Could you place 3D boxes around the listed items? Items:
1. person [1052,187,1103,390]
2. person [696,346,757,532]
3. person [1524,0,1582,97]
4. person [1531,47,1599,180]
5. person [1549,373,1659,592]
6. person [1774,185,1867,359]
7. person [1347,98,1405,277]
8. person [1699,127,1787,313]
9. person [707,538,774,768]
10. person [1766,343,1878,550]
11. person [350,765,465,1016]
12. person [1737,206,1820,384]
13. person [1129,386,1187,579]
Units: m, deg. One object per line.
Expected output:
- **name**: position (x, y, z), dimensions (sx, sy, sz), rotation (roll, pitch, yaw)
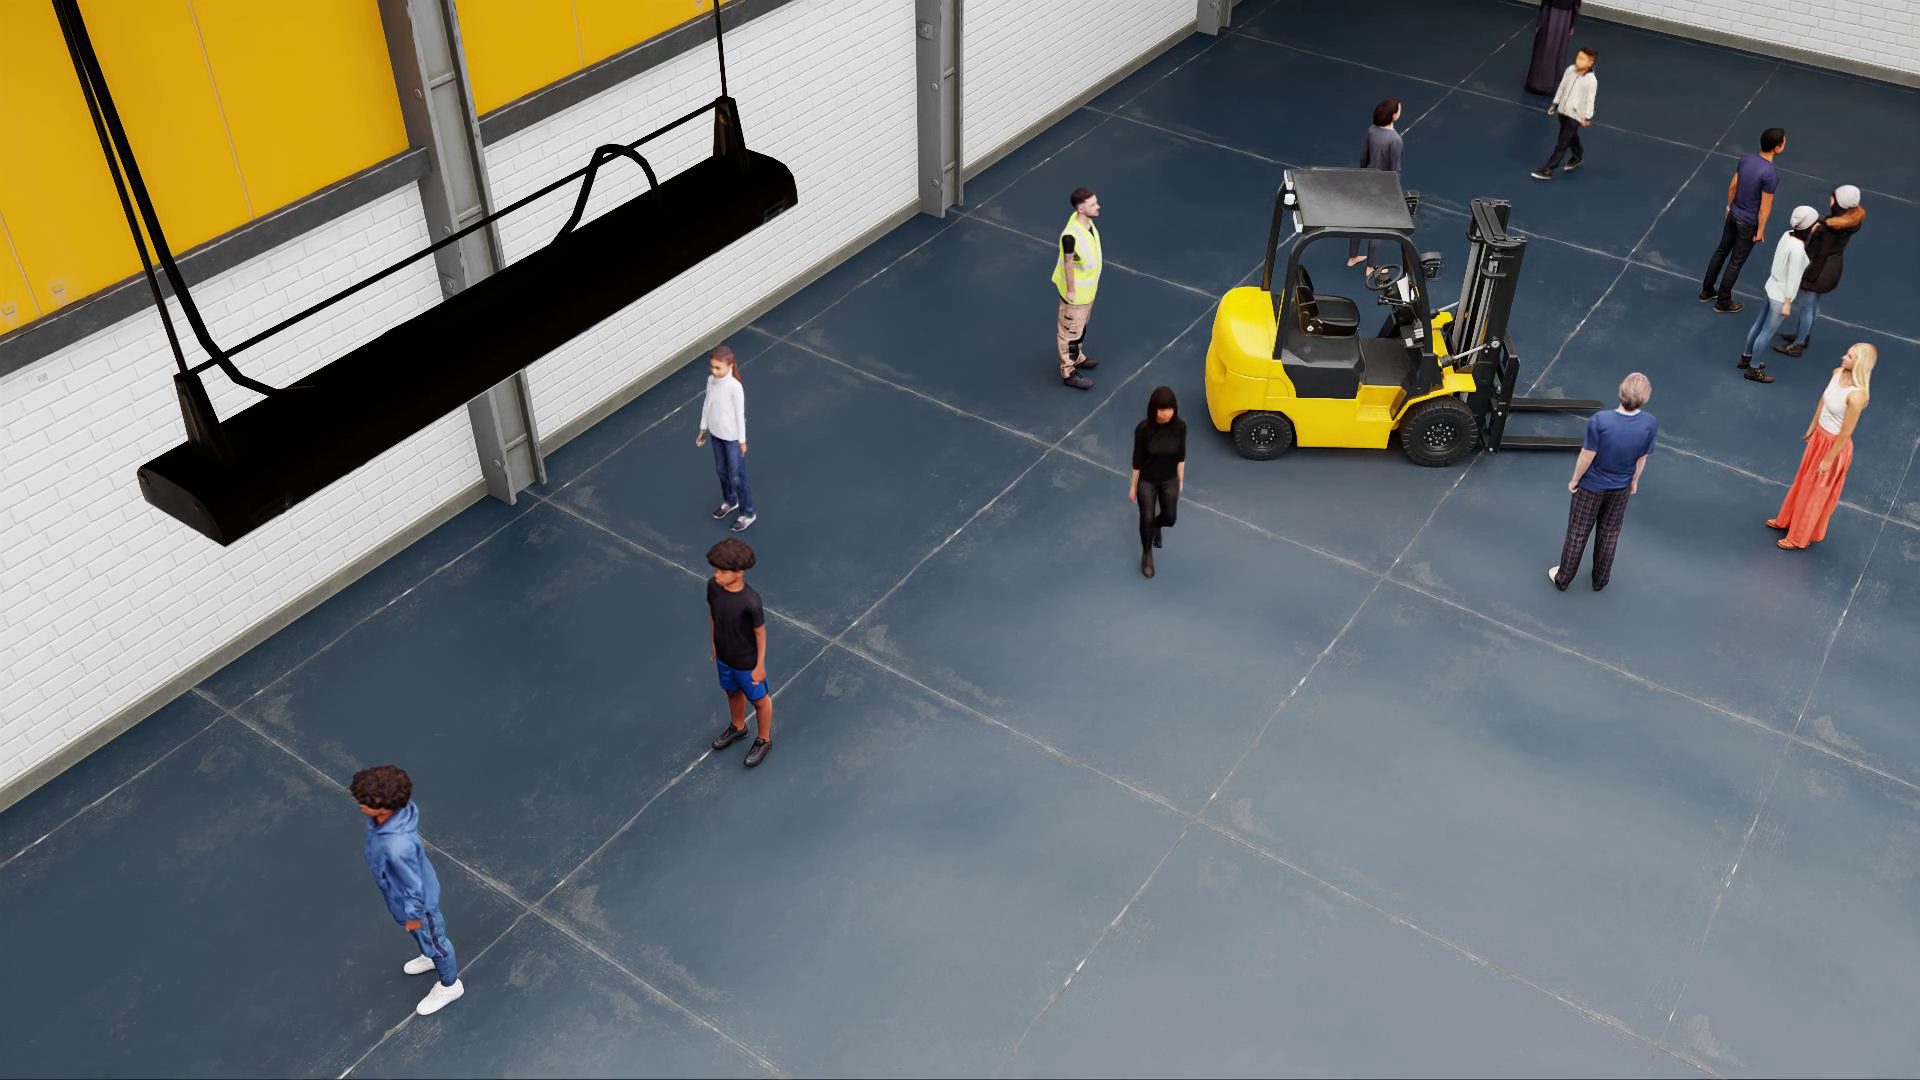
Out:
- **person**: position (1.031, -2.214, 14.404), dimensions (0.861, 1.846, 0.771), rotation (10, 40, 12)
- **person**: position (-1.783, -0.852, 12.936), dimensions (0.580, 1.550, 0.607), rotation (26, 46, 29)
- **person**: position (6.916, -5.992, 19.321), dimensions (0.693, 1.614, 0.710), rotation (7, 39, 9)
- **person**: position (6.566, -4.555, 17.670), dimensions (1.055, 1.427, 0.893), rotation (-16, 41, -19)
- **person**: position (4.707, -0.412, 12.128), dimensions (0.736, 1.871, 0.725), rotation (2, 39, 3)
- **person**: position (7.674, -2.392, 14.800), dimensions (0.705, 1.631, 0.554), rotation (29, 47, 31)
- **person**: position (4.007, -3.396, 15.947), dimensions (0.638, 1.768, 0.680), rotation (-24, 44, -27)
- **person**: position (7.258, -2.980, 15.408), dimensions (0.738, 1.790, 0.719), rotation (-12, 40, -14)
- **person**: position (-1.419, 0.709, 10.782), dimensions (0.587, 1.799, 0.556), rotation (25, 45, 28)
- **person**: position (6.556, -0.708, 12.555), dimensions (0.784, 1.801, 0.682), rotation (4, 39, 5)
- **person**: position (-3.064, 1.915, 9.262), dimensions (0.755, 1.811, 0.761), rotation (-17, 42, -20)
- **person**: position (7.149, -2.164, 14.504), dimensions (0.703, 1.644, 0.580), rotation (5, 39, 7)
- **person**: position (1.451, -0.492, 12.422), dimensions (0.774, 1.629, 0.841), rotation (-3, 39, -4)
